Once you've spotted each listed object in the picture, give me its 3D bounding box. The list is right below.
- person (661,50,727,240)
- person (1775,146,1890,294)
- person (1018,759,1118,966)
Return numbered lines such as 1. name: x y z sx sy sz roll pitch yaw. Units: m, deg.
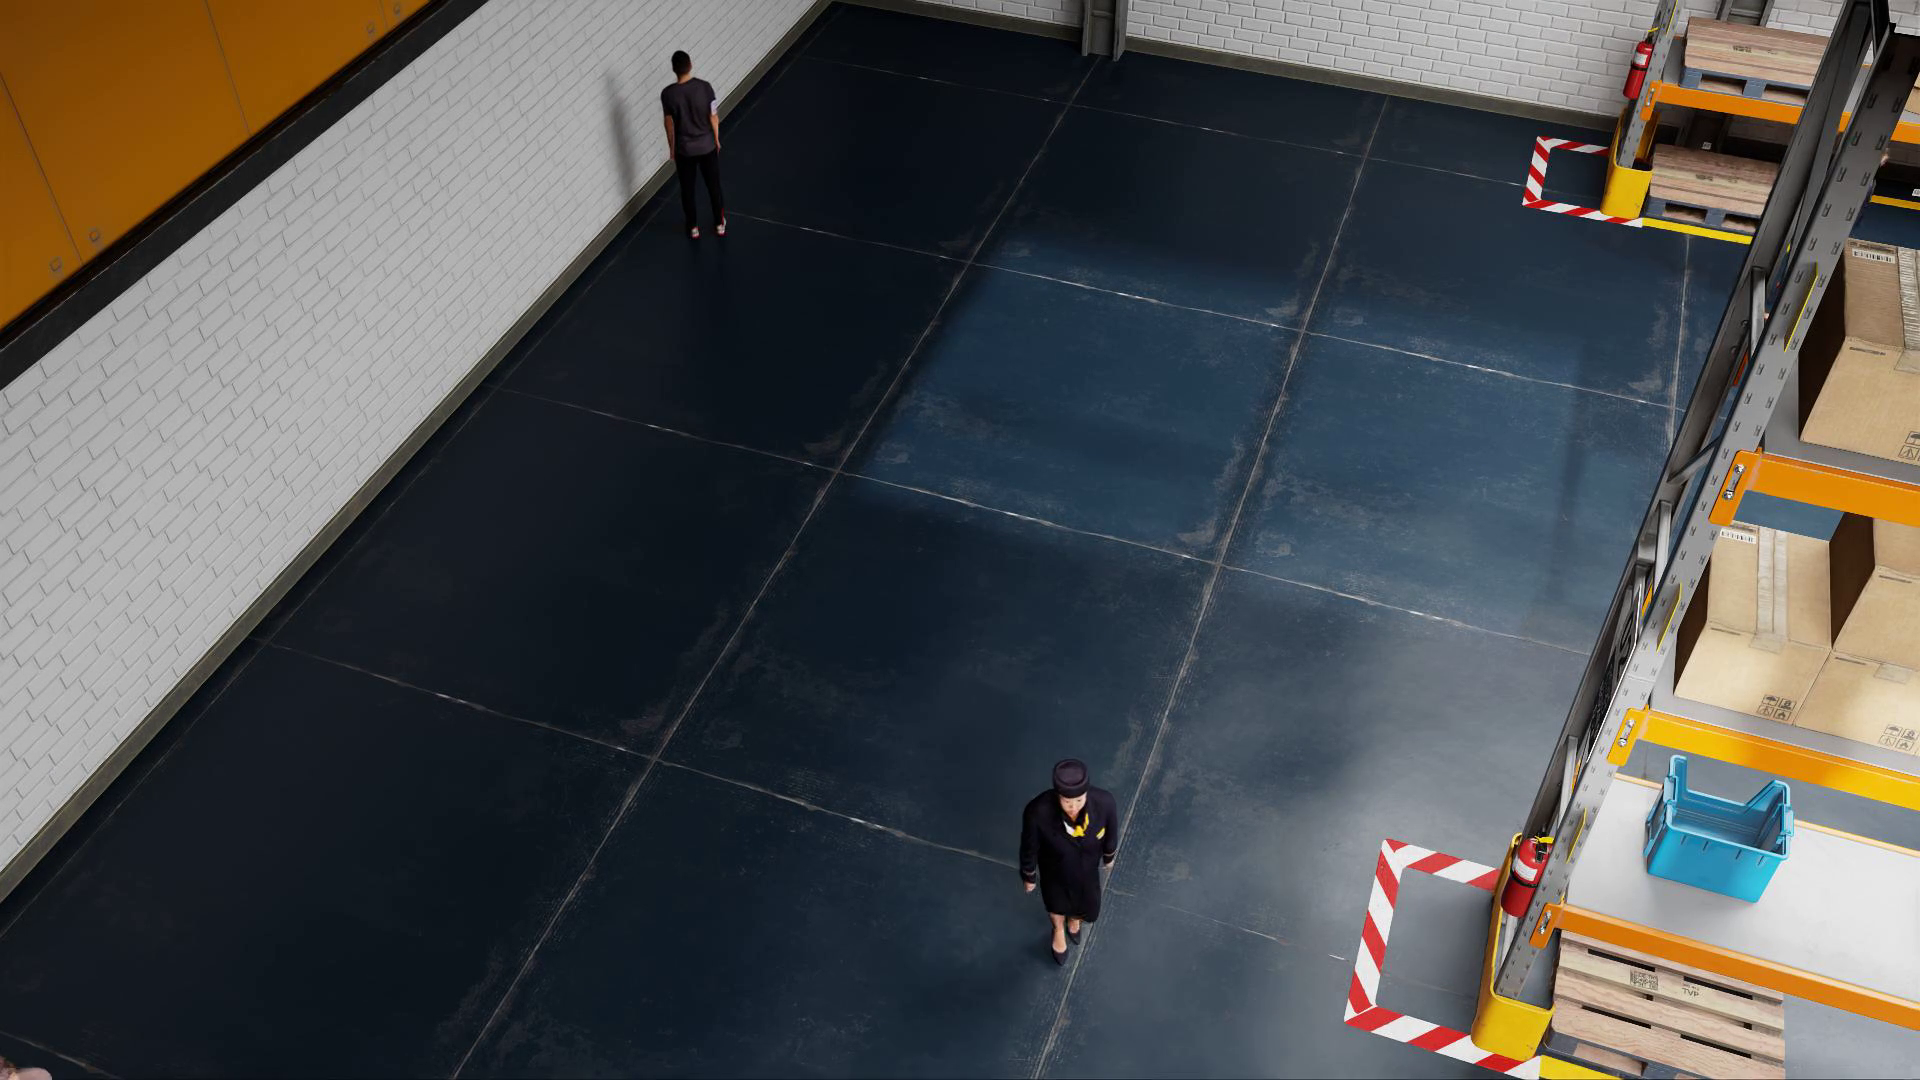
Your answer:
1. person: -2.328 -3.442 14.546 0.676 1.764 0.779 -8 44 -8
2. person: 7.120 -2.567 13.663 0.795 1.717 0.747 26 49 24
3. person: 0.596 1.732 9.189 0.761 1.662 0.879 -4 44 -5
